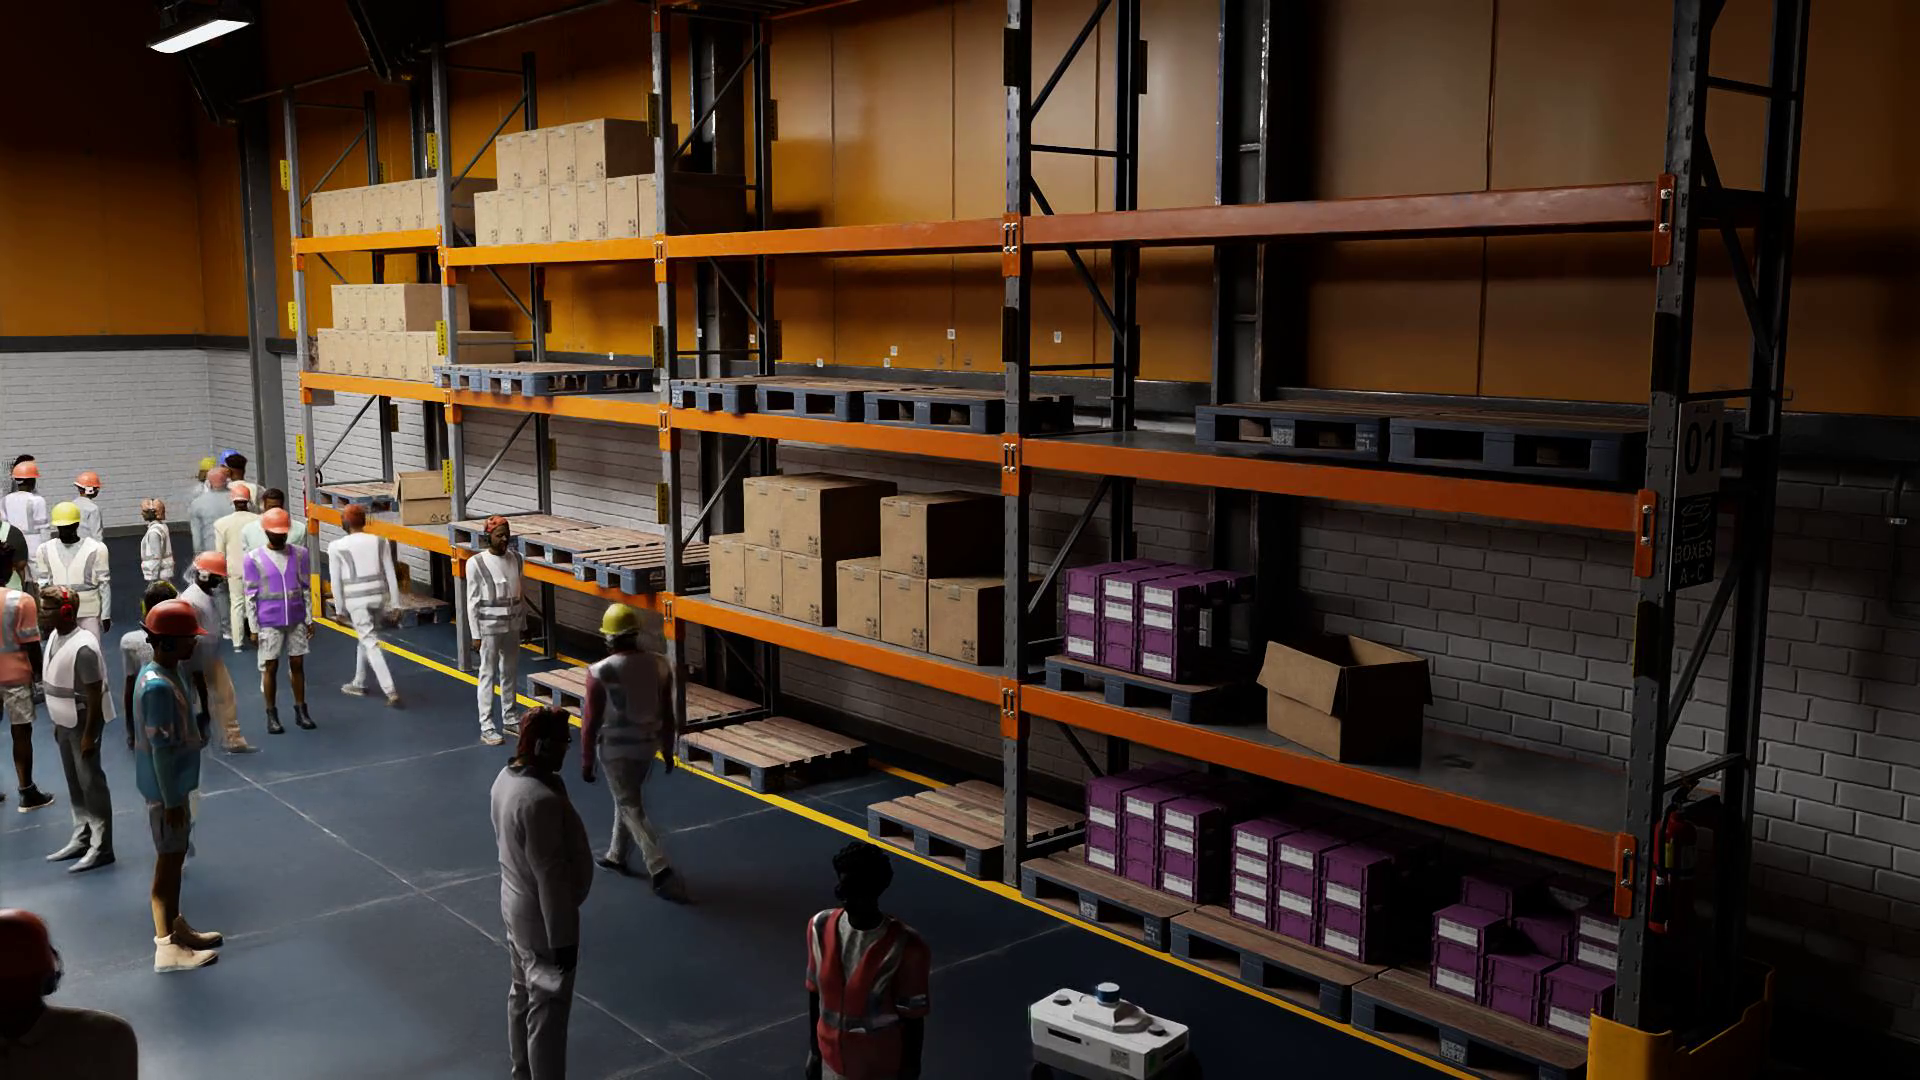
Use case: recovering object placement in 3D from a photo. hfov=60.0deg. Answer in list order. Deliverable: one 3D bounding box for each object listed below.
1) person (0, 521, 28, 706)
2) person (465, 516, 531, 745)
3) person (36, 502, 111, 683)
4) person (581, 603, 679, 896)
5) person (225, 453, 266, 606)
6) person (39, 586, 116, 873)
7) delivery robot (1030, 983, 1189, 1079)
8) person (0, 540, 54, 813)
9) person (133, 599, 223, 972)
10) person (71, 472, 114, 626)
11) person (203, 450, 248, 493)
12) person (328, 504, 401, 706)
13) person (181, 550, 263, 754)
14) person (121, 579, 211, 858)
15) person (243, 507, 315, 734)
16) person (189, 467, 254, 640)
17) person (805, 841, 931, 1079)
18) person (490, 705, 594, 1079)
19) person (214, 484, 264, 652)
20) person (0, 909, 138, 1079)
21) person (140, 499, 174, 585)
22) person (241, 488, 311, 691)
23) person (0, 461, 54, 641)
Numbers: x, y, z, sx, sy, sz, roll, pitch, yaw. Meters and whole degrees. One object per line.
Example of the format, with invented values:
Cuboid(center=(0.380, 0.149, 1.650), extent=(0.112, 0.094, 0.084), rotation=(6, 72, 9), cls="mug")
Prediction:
Cuboid(center=(-8.639, 0.521, 14.726), extent=(0.535, 2.000, 0.681), rotation=(4, 9, 28), cls="person")
Cuboid(center=(-3.808, 0.736, 13.772), extent=(0.347, 1.882, 0.584), rotation=(6, 10, 34), cls="person")
Cuboid(center=(-7.700, 0.619, 14.476), extent=(0.587, 1.920, 0.391), rotation=(-1, 8, -8), cls="person")
Cuboid(center=(-2.023, 1.286, 10.293), extent=(0.898, 1.797, 0.592), rotation=(8, 11, 43), cls="person")
Cuboid(center=(-8.103, -0.005, 18.798), extent=(0.621, 1.926, 0.557), rotation=(-8, 11, -42), cls="person")
Cuboid(center=(-5.665, 1.197, 10.698), extent=(0.564, 1.846, 0.394), rotation=(8, 11, 43), cls="person")
Cuboid(center=(0.667, 2.249, 7.523), extent=(0.707, 0.478, 0.477), rotation=(7, 11, 38), cls="delivery robot")
Cuboid(center=(-6.844, 0.979, 11.861), extent=(0.664, 1.956, 0.371), rotation=(0, 8, 2), cls="person")
Cuboid(center=(-4.294, 1.332, 9.126), extent=(0.404, 2.035, 0.606), rotation=(-3, 9, -22), cls="person")
Cuboid(center=(-9.739, 0.106, 18.649), extent=(0.557, 1.744, 0.347), rotation=(6, 10, 36), cls="person")
Cuboid(center=(-8.425, -0.077, 19.233), extent=(0.402, 1.940, 0.602), rotation=(4, 9, 24), cls="person")
Cuboid(center=(-5.348, 0.586, 15.077), extent=(0.987, 1.829, 0.574), rotation=(7, 11, 41), cls="person")
Cuboid(center=(-6.102, 0.912, 13.232), extent=(0.864, 1.691, 0.622), rotation=(0, 8, -3), cls="person")
Cuboid(center=(-5.154, 1.185, 10.794), extent=(0.523, 1.851, 0.580), rotation=(-3, 9, -19), cls="person")
Cuboid(center=(-5.729, 0.676, 14.055), extent=(0.549, 1.927, 0.393), rotation=(-7, 11, -41), cls="person")
Cuboid(center=(-7.848, 0.163, 17.791), extent=(0.662, 1.879, 0.566), rotation=(-5, 10, -33), cls="person")
Cuboid(center=(-0.345, 1.928, 6.169), extent=(0.529, 1.689, 0.322), rotation=(5, 10, 31), cls="person")
Cuboid(center=(-1.809, 1.658, 7.306), extent=(0.409, 1.903, 0.639), rotation=(-5, 10, -31), cls="person")
Cuboid(center=(-7.430, 0.289, 17.315), extent=(0.563, 1.755, 0.320), rotation=(-3, 9, -20), cls="person")
Cuboid(center=(-2.627, 1.990, 4.712), extent=(0.618, 1.986, 0.408), rotation=(-3, 9, -23), cls="person")
Cuboid(center=(-8.215, 0.386, 17.047), extent=(0.307, 1.641, 0.511), rotation=(-3, 9, -20), cls="person")
Cuboid(center=(-6.409, 0.458, 15.622), extent=(0.592, 1.911, 0.386), rotation=(-4, 9, -23), cls="person")
Cuboid(center=(-9.992, 0.119, 17.879), extent=(0.547, 1.938, 0.359), rotation=(1, 8, 10), cls="person")
